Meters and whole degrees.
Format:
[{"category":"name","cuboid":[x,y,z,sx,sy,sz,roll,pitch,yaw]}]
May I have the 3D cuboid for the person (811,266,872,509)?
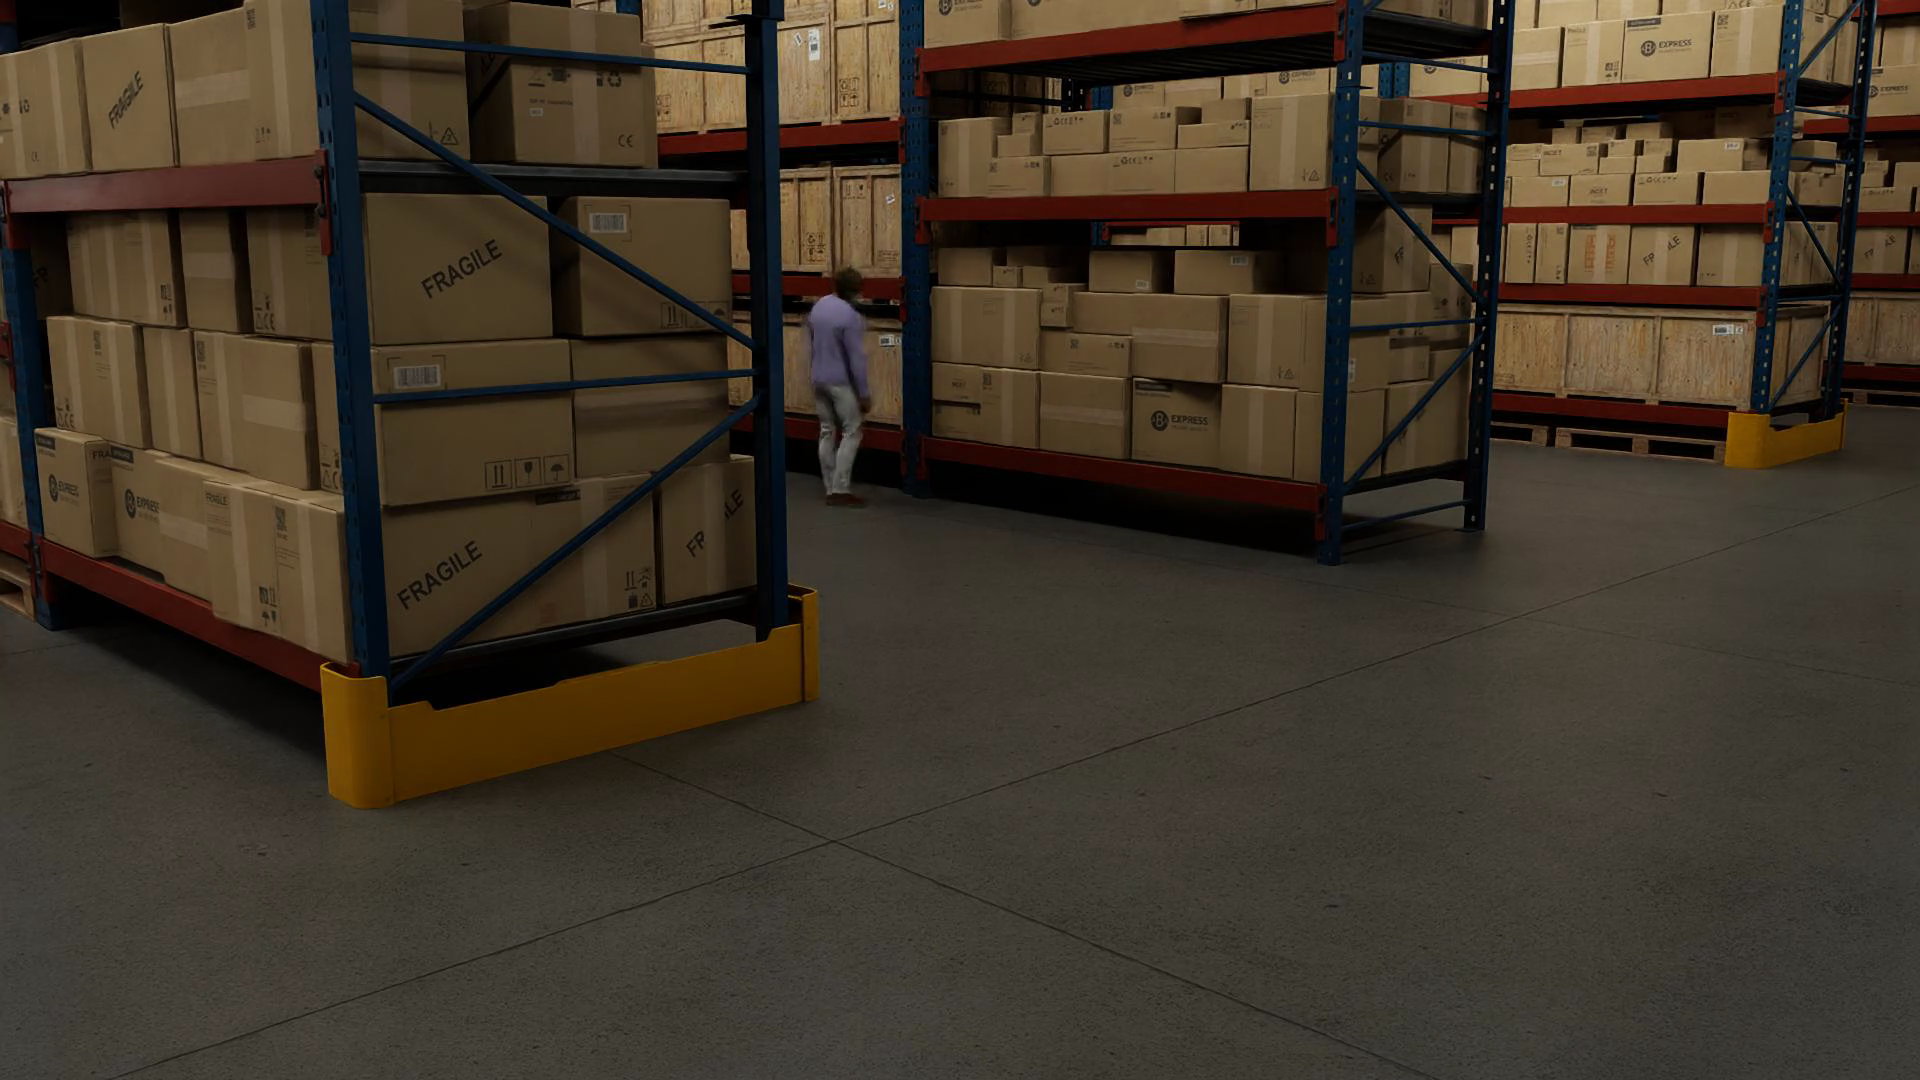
[{"category":"person","cuboid":[-0.972,-1.190,13.063,0.405,1.895,0.672,-9,14,-40]}]
